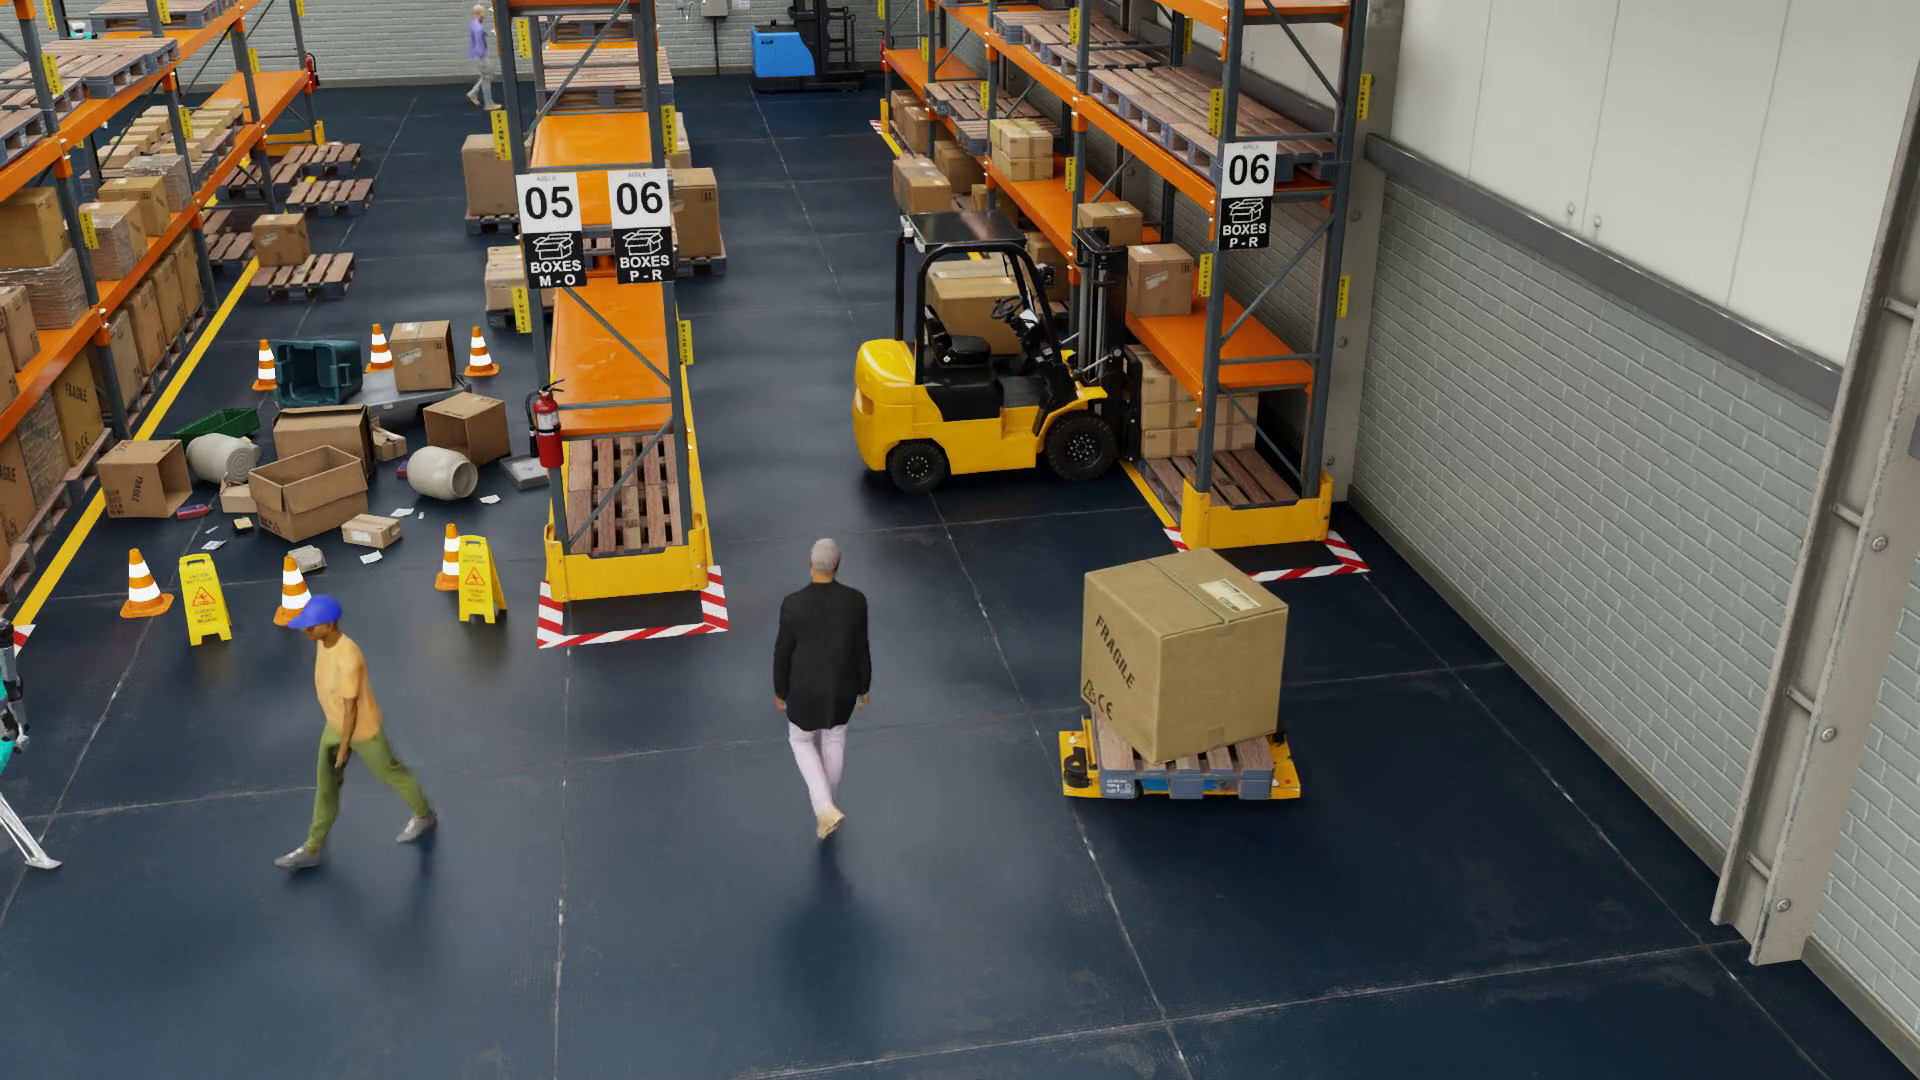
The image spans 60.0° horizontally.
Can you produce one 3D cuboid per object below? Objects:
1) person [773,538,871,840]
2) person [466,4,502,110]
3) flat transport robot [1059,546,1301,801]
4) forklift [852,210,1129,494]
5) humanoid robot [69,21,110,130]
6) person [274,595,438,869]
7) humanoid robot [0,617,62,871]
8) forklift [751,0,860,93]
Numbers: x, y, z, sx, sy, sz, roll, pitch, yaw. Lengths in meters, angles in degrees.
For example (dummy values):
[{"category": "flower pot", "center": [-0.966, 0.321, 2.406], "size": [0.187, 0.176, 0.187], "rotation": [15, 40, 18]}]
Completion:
[{"category": "person", "center": [-0.769, 0.870, 9.503], "size": [0.569, 1.836, 0.576], "rotation": [-8, 27, -16]}, {"category": "person", "center": [-8.279, -8.334, 28.735], "size": [0.480, 1.783, 0.623], "rotation": [-9, 27, -19]}, {"category": "flat transport robot", "center": [1.346, 1.348, 10.322], "size": [1.431, 0.231, 0.659], "rotation": [0, 26, 1]}, {"category": "forklift", "center": [0.216, -1.659, 14.366], "size": [2.313, 2.155, 1.214], "rotation": [-5, 26, -10]}, {"category": "humanoid robot", "center": [-14.508, -7.693, 27.504], "size": [0.535, 1.775, 0.997], "rotation": [-23, 34, -39]}, {"category": "person", "center": [-3.436, 1.066, 9.289], "size": [0.441, 1.665, 0.914], "rotation": [23, 34, 39]}, {"category": "humanoid robot", "center": [-5.573, 1.068, 9.258], "size": [1.054, 1.749, 0.531], "rotation": [13, 28, 24]}, {"category": "forklift", "center": [-2.872, -9.679, 30.288], "size": [1.873, 2.768, 1.129], "rotation": [-5, 26, -10]}]
